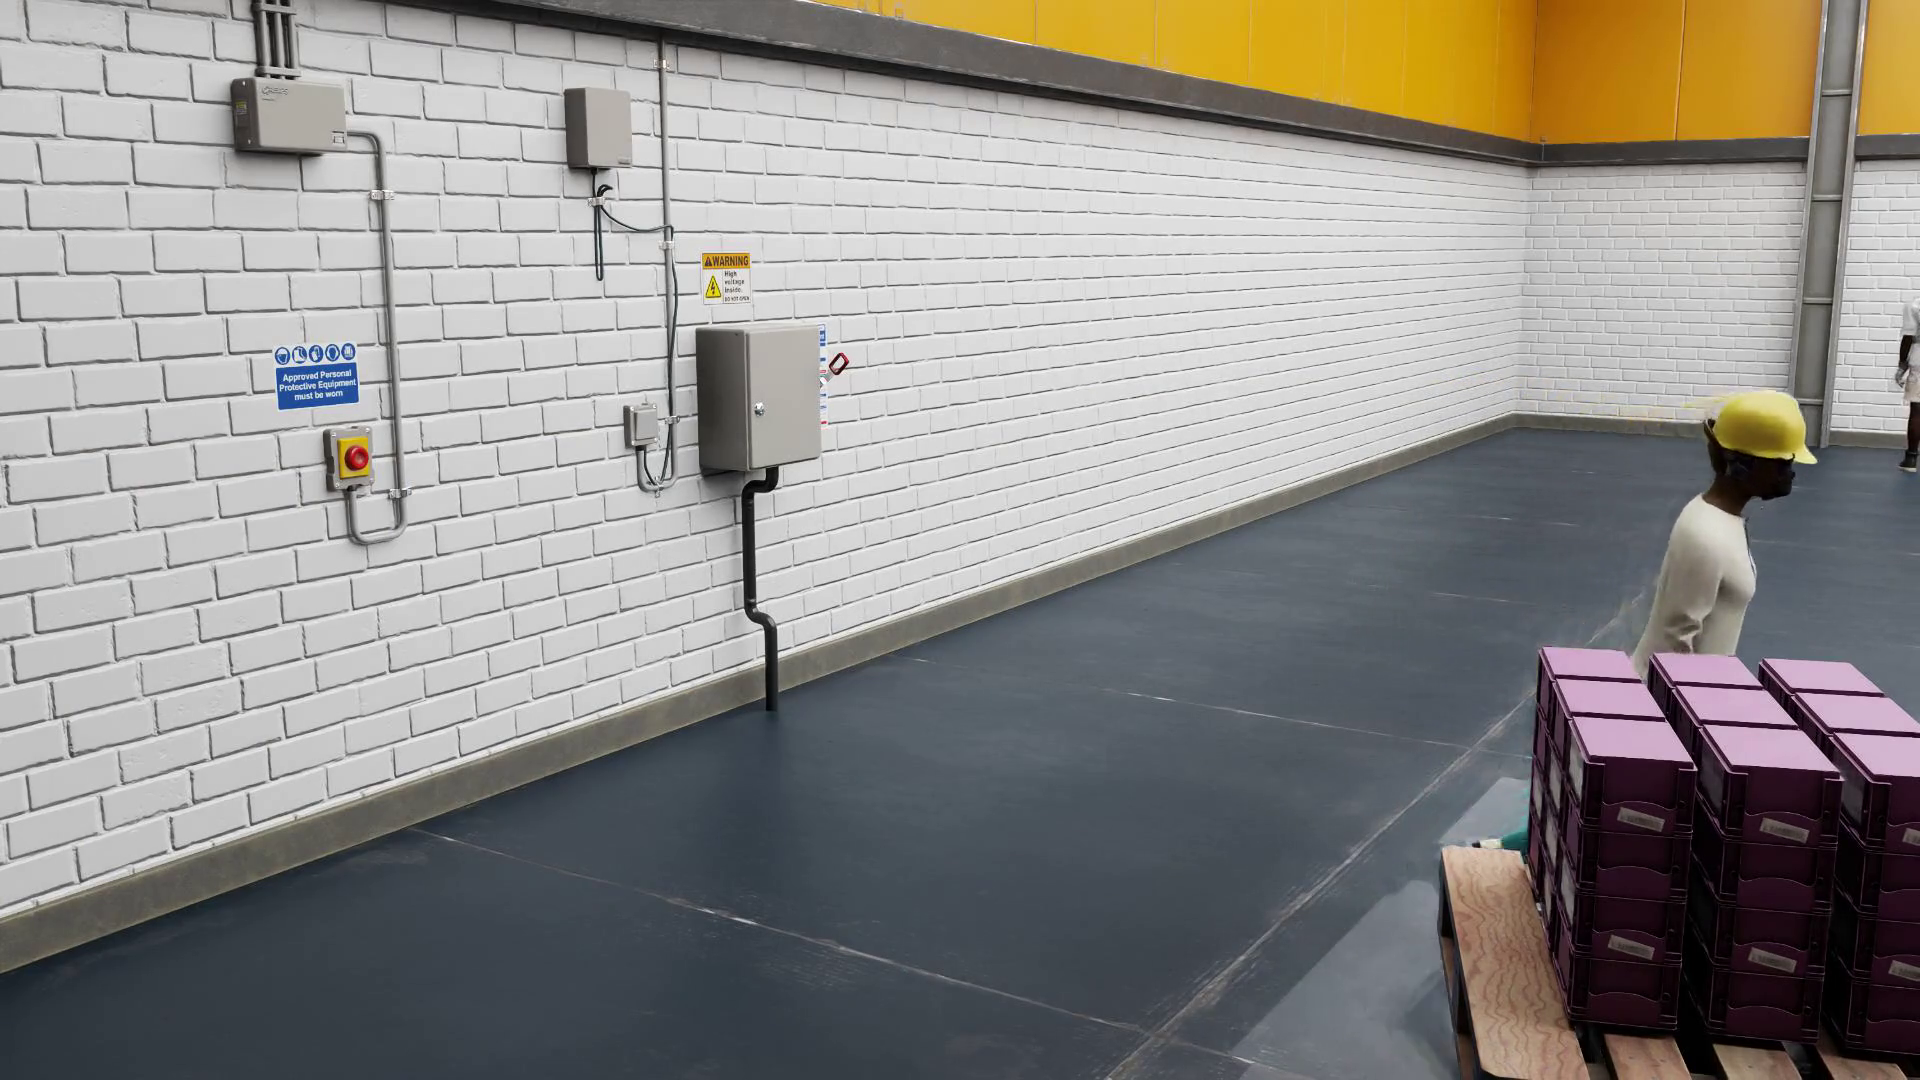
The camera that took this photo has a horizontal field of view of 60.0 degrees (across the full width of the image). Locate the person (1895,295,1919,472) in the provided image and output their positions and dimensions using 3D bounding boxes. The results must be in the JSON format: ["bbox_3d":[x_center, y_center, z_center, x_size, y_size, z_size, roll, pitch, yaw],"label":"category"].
[{"bbox_3d":[8.823,-1.584,15.052,0.613,1.962,0.365,4,11,19],"label":"person"}]

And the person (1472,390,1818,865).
[{"bbox_3d":[1.886,0.423,4.618,0.798,1.723,0.545,5,11,25],"label":"person"}]
